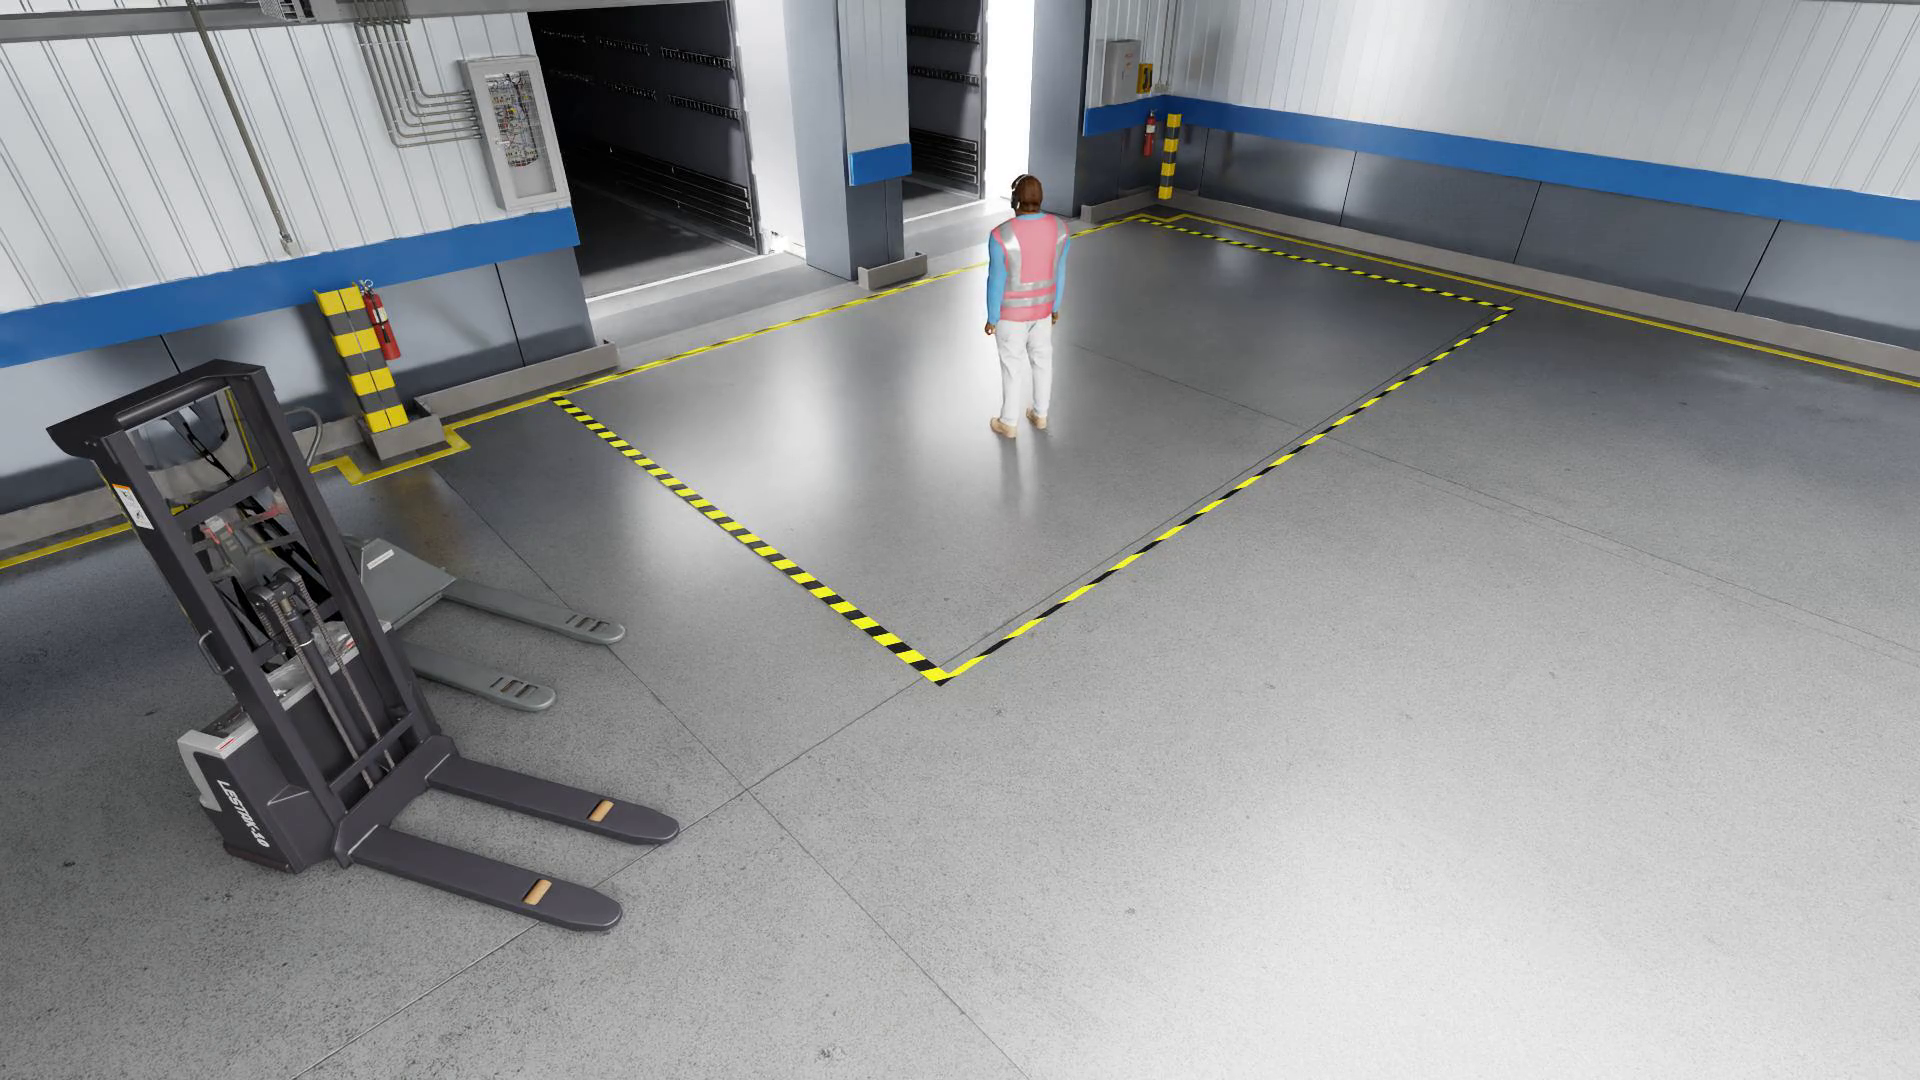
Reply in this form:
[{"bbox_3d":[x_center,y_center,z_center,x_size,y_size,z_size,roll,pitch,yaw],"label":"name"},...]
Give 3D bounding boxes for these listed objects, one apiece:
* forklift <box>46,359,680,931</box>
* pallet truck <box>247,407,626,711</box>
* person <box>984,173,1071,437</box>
[{"bbox_3d":[-2.135,0.422,3.354,1.885,1.965,0.823,10,35,14],"label":"forklift"},{"bbox_3d":[-2.628,0.038,4.590,1.601,1.201,0.680,12,36,18],"label":"pallet truck"},{"bbox_3d":[0.443,-1.623,6.497,0.625,1.842,0.430,-16,37,-22],"label":"person"}]
